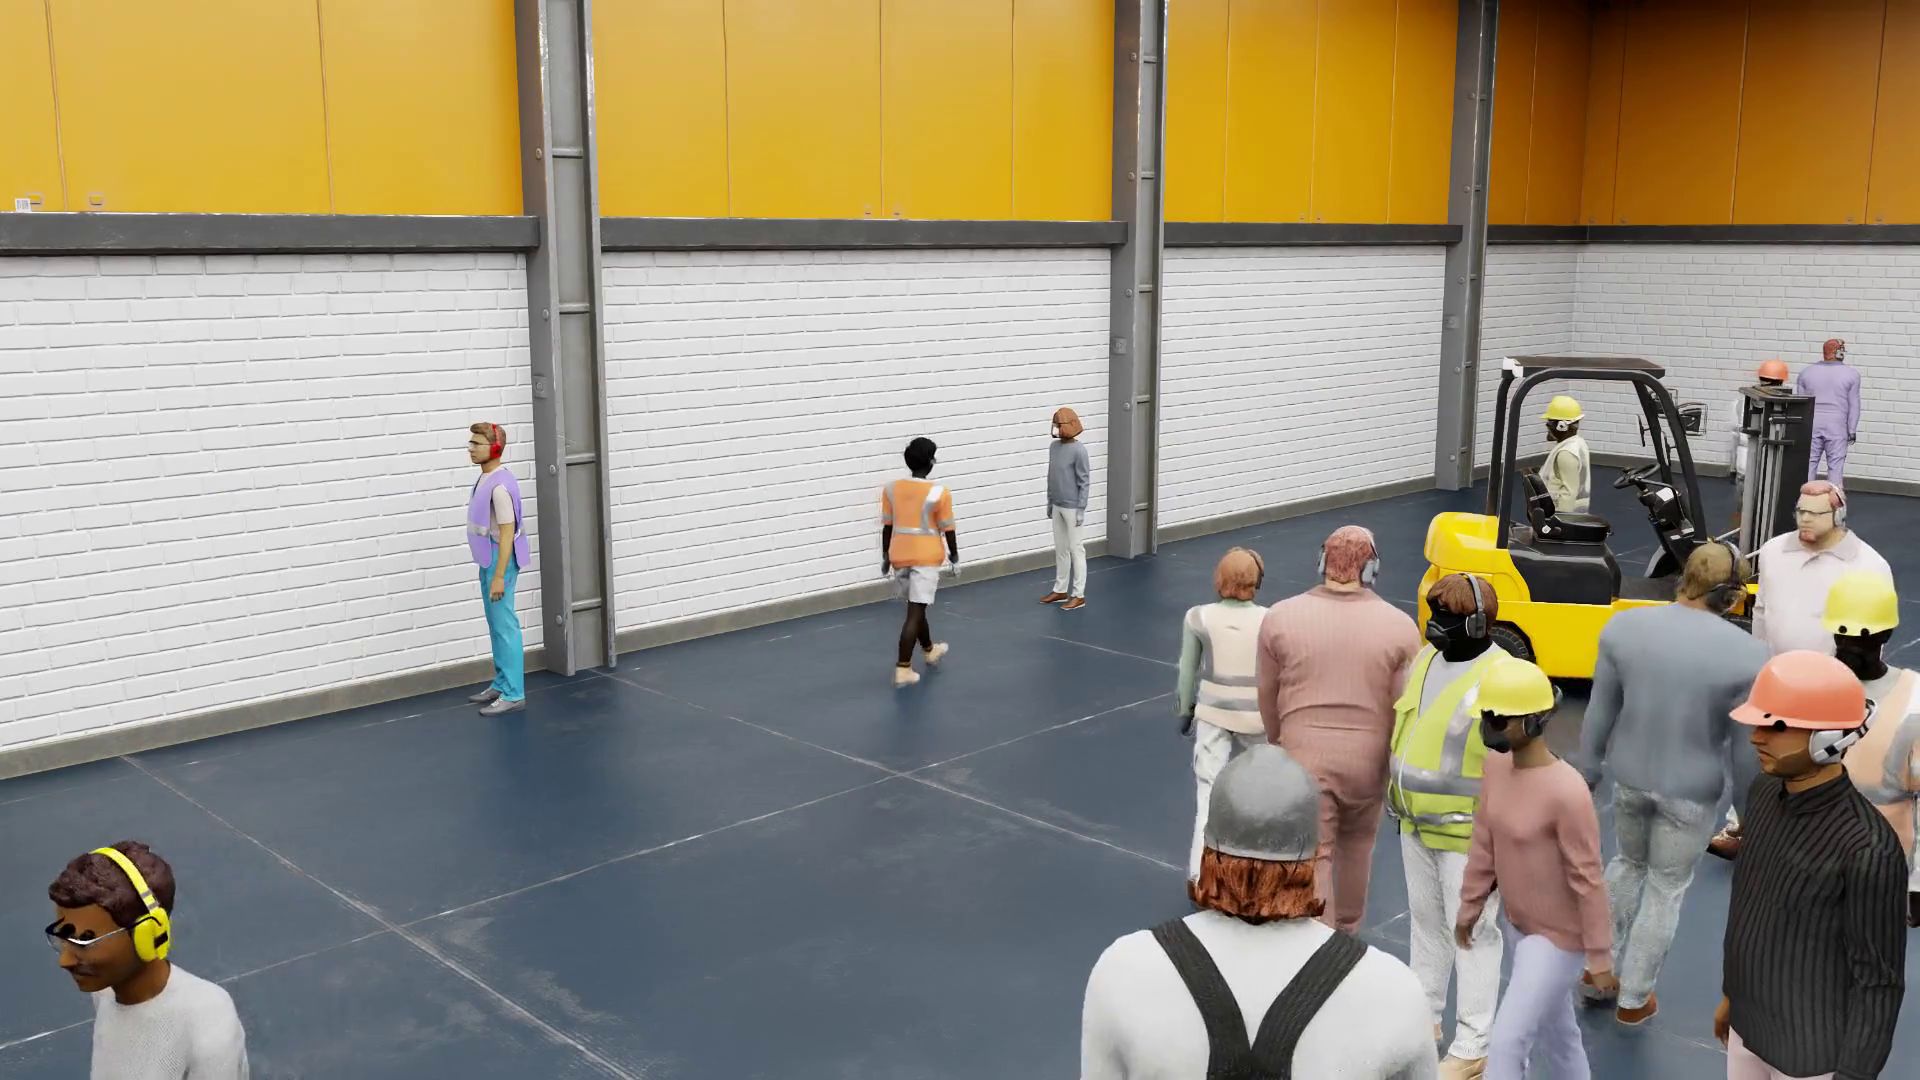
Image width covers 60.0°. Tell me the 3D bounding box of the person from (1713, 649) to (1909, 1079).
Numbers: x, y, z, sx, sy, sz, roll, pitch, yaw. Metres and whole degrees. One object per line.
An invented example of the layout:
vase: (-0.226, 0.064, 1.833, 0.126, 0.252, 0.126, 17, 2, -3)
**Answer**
person: (2.107, 1.251, 4.247, 0.395, 1.992, 0.622, -1, 10, -3)

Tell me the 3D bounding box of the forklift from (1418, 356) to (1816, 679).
forklift: (4.276, -0.101, 11.076, 2.313, 2.155, 1.214, 2, 11, 13)

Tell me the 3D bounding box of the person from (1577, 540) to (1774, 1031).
person: (2.692, 0.931, 6.266, 0.662, 1.900, 0.482, 10, 14, 43)

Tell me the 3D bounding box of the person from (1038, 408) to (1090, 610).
person: (0.859, -0.257, 13.455, 0.285, 1.633, 0.501, -6, 12, -29)

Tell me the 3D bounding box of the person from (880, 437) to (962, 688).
person: (-0.228, 0.125, 11.287, 0.547, 1.649, 0.853, 6, 12, 31)

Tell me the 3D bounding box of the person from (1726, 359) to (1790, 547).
person: (7.093, -0.643, 14.753, 0.448, 1.926, 0.575, -7, 12, -32)

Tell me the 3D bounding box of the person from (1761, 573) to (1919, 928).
person: (2.990, 1.048, 5.653, 0.616, 1.876, 0.958, 9, 14, 41)

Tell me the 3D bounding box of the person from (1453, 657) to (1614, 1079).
person: (1.697, 1.215, 5.154, 0.816, 1.721, 0.546, -2, 11, -9)

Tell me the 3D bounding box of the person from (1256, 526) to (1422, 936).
person: (1.513, 0.858, 6.740, 0.631, 1.860, 0.909, 2, 11, 9)

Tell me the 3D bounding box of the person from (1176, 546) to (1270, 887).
person: (1.236, 0.832, 7.596, 0.524, 1.606, 0.829, 3, 11, 17)

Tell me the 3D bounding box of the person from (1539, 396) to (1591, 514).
person: (4.453, -0.154, 12.351, 0.403, 1.832, 0.593, 5, 11, 23)

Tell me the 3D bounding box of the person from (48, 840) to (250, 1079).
person: (-1.619, 1.484, 3.484, 0.496, 1.820, 0.968, 7, 12, 32)

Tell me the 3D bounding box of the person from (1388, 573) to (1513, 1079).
person: (1.741, 1.022, 5.917, 0.429, 1.845, 0.621, -3, 11, -18)

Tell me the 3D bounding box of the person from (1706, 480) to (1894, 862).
person: (3.998, 0.647, 7.903, 0.976, 1.852, 0.676, -7, 13, -35)

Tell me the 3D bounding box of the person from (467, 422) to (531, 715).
person: (-2.926, 0.172, 10.528, 0.389, 1.850, 0.567, -5, 12, -25)

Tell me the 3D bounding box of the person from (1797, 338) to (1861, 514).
person: (9.364, -1.217, 17.961, 0.643, 1.905, 0.400, 10, 14, 44)
